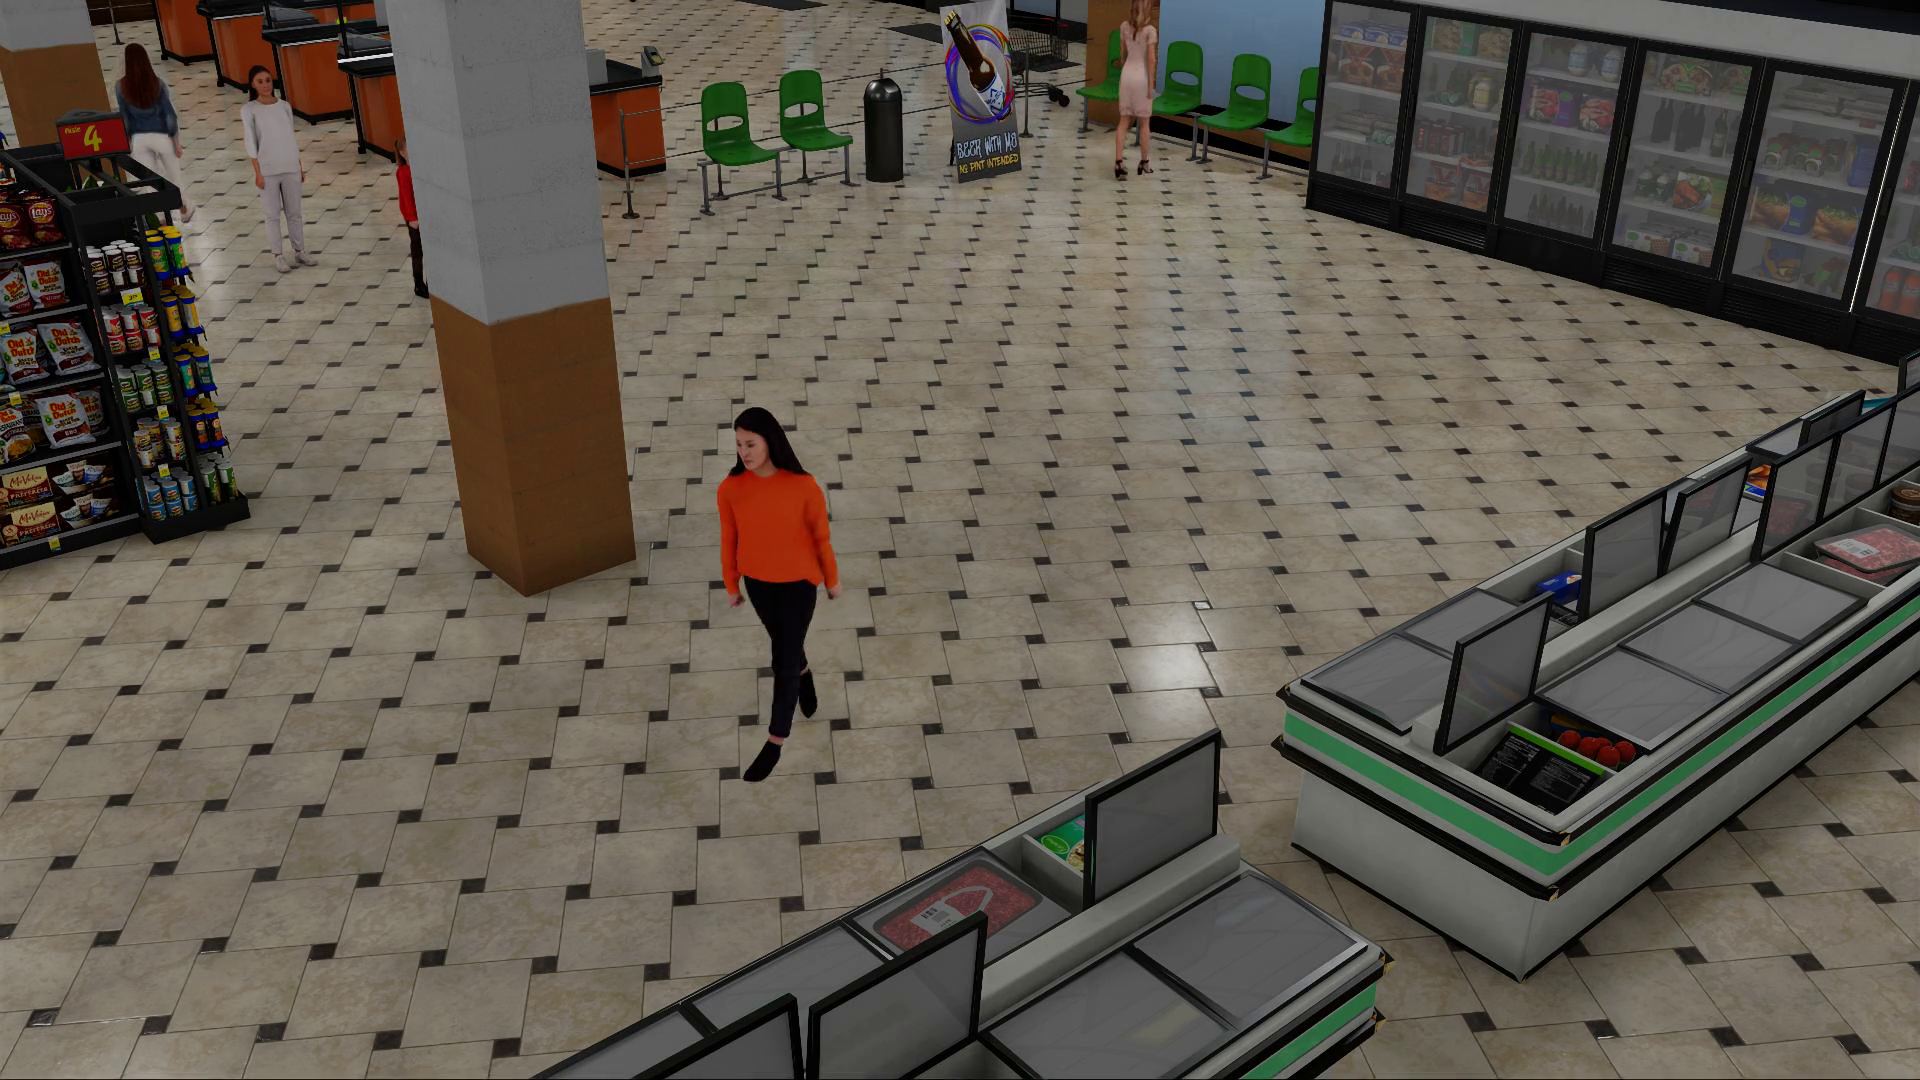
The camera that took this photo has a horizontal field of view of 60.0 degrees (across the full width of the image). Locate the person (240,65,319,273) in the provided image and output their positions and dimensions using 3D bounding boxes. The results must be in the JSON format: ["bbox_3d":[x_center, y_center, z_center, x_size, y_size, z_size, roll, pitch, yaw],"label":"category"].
[{"bbox_3d":[-5.727,-3.114,13.927,0.680,1.688,0.514,23,35,37],"label":"person"}]

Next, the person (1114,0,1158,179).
[{"bbox_3d":[1.711,-4.511,16.551,0.678,1.807,0.783,18,32,31],"label":"person"}]

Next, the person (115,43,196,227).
[{"bbox_3d":[-7.104,-3.457,14.619,1.037,1.673,0.960,-7,28,-14],"label":"person"}]

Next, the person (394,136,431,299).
[{"bbox_3d":[-4.354,-2.615,13.392,0.640,1.281,0.562,9,28,17],"label":"person"}]

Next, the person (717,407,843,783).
[{"bbox_3d":[-0.763,0.177,7.436,1.079,1.688,1.218,4,27,9],"label":"person"}]
